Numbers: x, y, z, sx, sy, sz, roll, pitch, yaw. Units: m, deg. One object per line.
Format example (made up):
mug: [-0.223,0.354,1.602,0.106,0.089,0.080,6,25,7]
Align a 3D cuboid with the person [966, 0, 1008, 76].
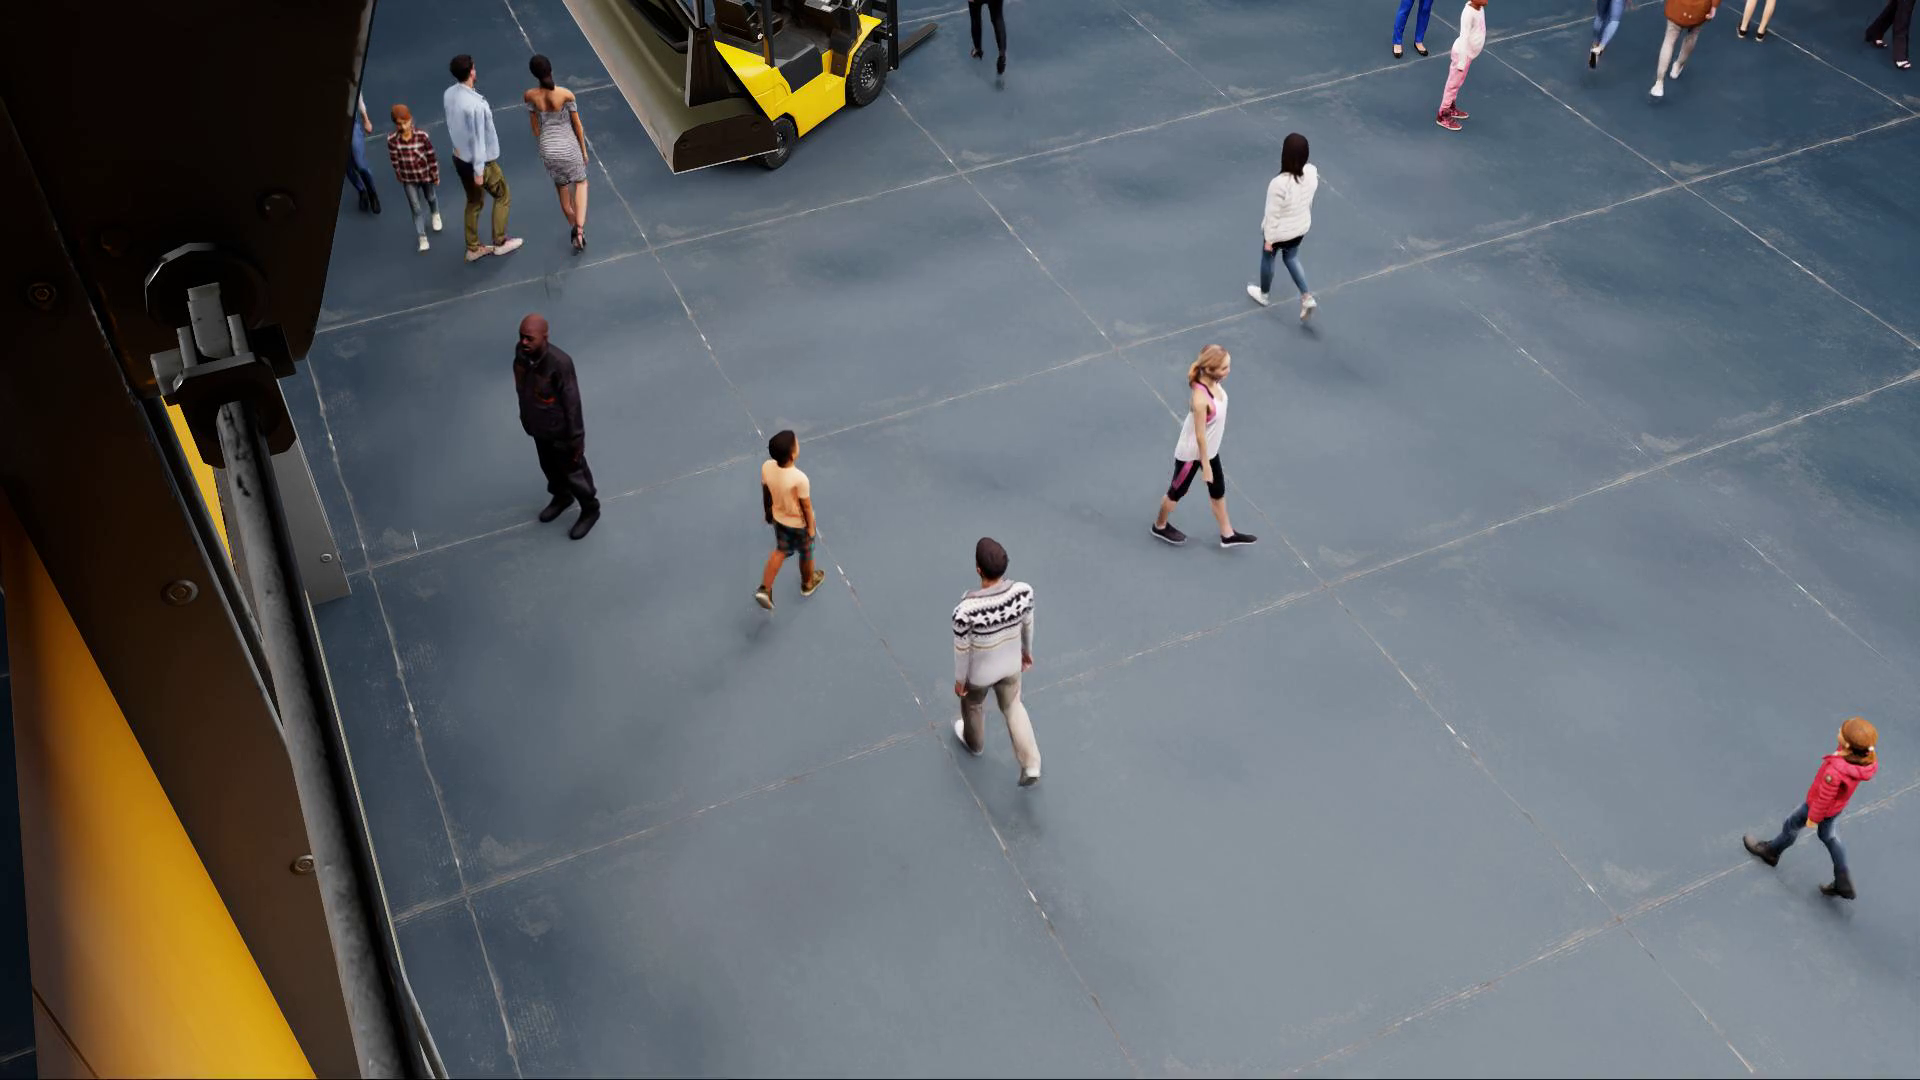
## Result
person: [0.285,-5.368,16.367,0.689,1.638,1.040,-12,45,-13]

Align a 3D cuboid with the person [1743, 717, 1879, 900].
person: [4.941,1.539,9.367,0.615,1.293,0.921,-24,49,-23]

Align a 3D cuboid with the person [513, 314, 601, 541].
person: [-2.786,-0.831,11.475,0.724,1.818,0.847,25,49,24]

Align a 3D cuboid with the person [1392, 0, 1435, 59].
person: [4.645,-5.693,16.663,0.682,1.701,0.645,-6,44,-6]

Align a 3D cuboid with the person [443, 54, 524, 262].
person: [-4.110,-3.133,13.915,0.886,1.784,0.809,-29,51,-27]

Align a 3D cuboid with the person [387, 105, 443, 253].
person: [-4.670,-3.185,14.342,0.648,1.270,0.926,-9,44,-9]

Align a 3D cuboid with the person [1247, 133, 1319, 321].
person: [2.679,-2.479,13.350,0.681,1.617,0.977,-23,48,-22]

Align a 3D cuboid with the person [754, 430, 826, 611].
person: [-1.148,-0.103,10.980,0.860,1.446,0.857,22,48,22]

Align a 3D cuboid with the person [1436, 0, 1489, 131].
person: [4.767,-4.624,15.729,0.665,1.441,0.630,21,47,20]

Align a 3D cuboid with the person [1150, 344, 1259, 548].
person: [1.516,-0.624,11.300,1.094,1.758,1.026,15,46,15]

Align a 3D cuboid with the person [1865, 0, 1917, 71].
person: [9.477,-5.617,16.641,0.606,1.620,0.996,-22,48,-21]

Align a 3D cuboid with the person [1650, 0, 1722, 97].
person: [7.007,-5.125,15.996,1.137,1.798,1.208,14,45,14]

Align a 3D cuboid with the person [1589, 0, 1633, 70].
person: [6.483,-5.454,16.484,0.973,1.601,0.988,18,46,18]

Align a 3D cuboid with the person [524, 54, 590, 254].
person: [-3.369,-3.165,13.933,0.754,1.806,0.850,1,44,1]

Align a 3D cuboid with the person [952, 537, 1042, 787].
person: [0.218,0.783,9.772,0.670,1.830,0.987,-19,47,-18]
